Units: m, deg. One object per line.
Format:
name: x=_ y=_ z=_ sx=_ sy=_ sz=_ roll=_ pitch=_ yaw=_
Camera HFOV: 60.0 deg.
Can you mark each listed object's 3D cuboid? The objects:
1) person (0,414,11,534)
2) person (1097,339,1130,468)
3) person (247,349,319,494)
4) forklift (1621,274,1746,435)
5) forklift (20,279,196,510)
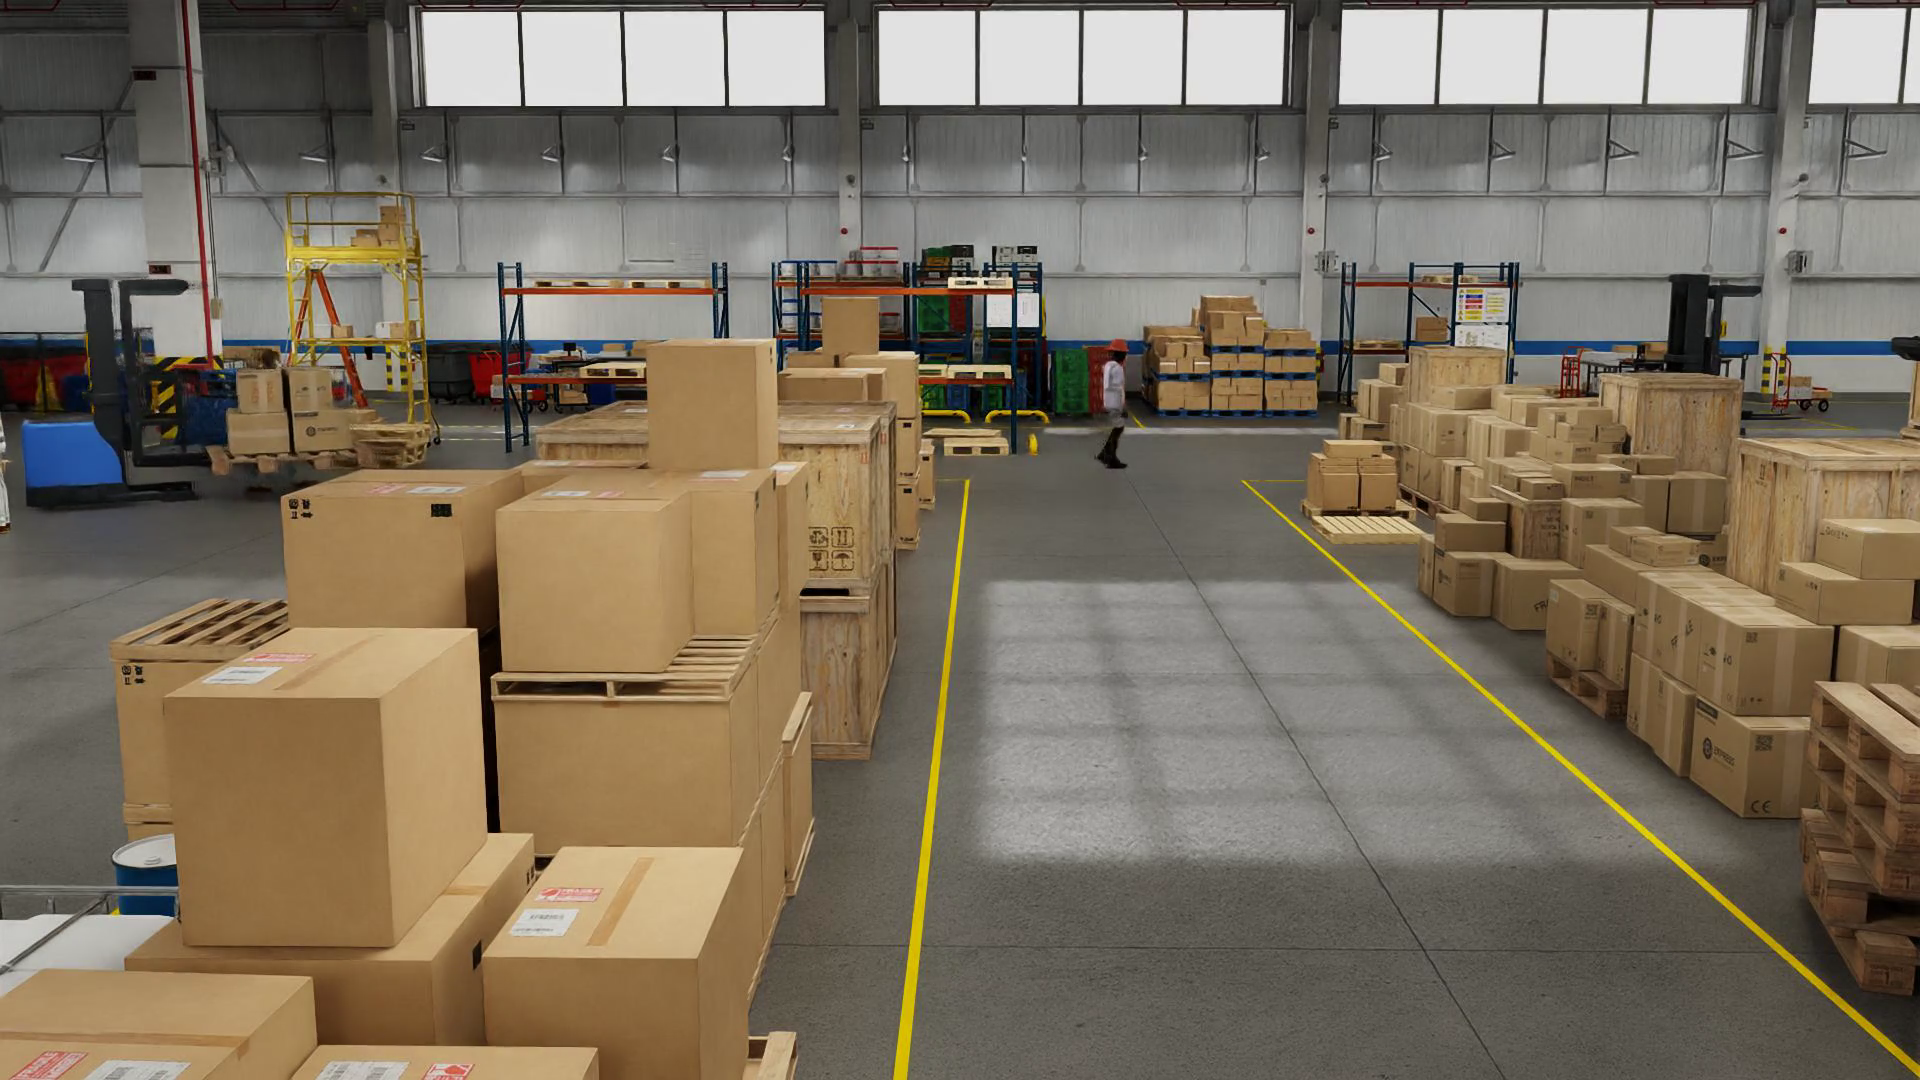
person: x=-10.860 y=-0.990 z=18.585 sx=0.342 sy=1.877 sz=0.582 roll=-4 pitch=10 yaw=-21
person: x=2.308 y=-2.001 z=24.510 sx=0.396 sy=1.925 sz=0.546 roll=-2 pitch=10 yaw=-12
person: x=-8.956 y=-1.546 z=21.836 sx=0.957 sy=1.891 sz=0.652 roll=-2 pitch=10 yaw=-12
forklift: x=12.732 y=-3.275 z=29.254 sx=1.873 sy=2.768 sz=1.129 roll=0 pitch=9 yaw=1
forklift: x=-10.712 y=-1.863 z=20.794 sx=1.873 sy=2.768 sz=1.129 roll=-5 pitch=11 yaw=-27
